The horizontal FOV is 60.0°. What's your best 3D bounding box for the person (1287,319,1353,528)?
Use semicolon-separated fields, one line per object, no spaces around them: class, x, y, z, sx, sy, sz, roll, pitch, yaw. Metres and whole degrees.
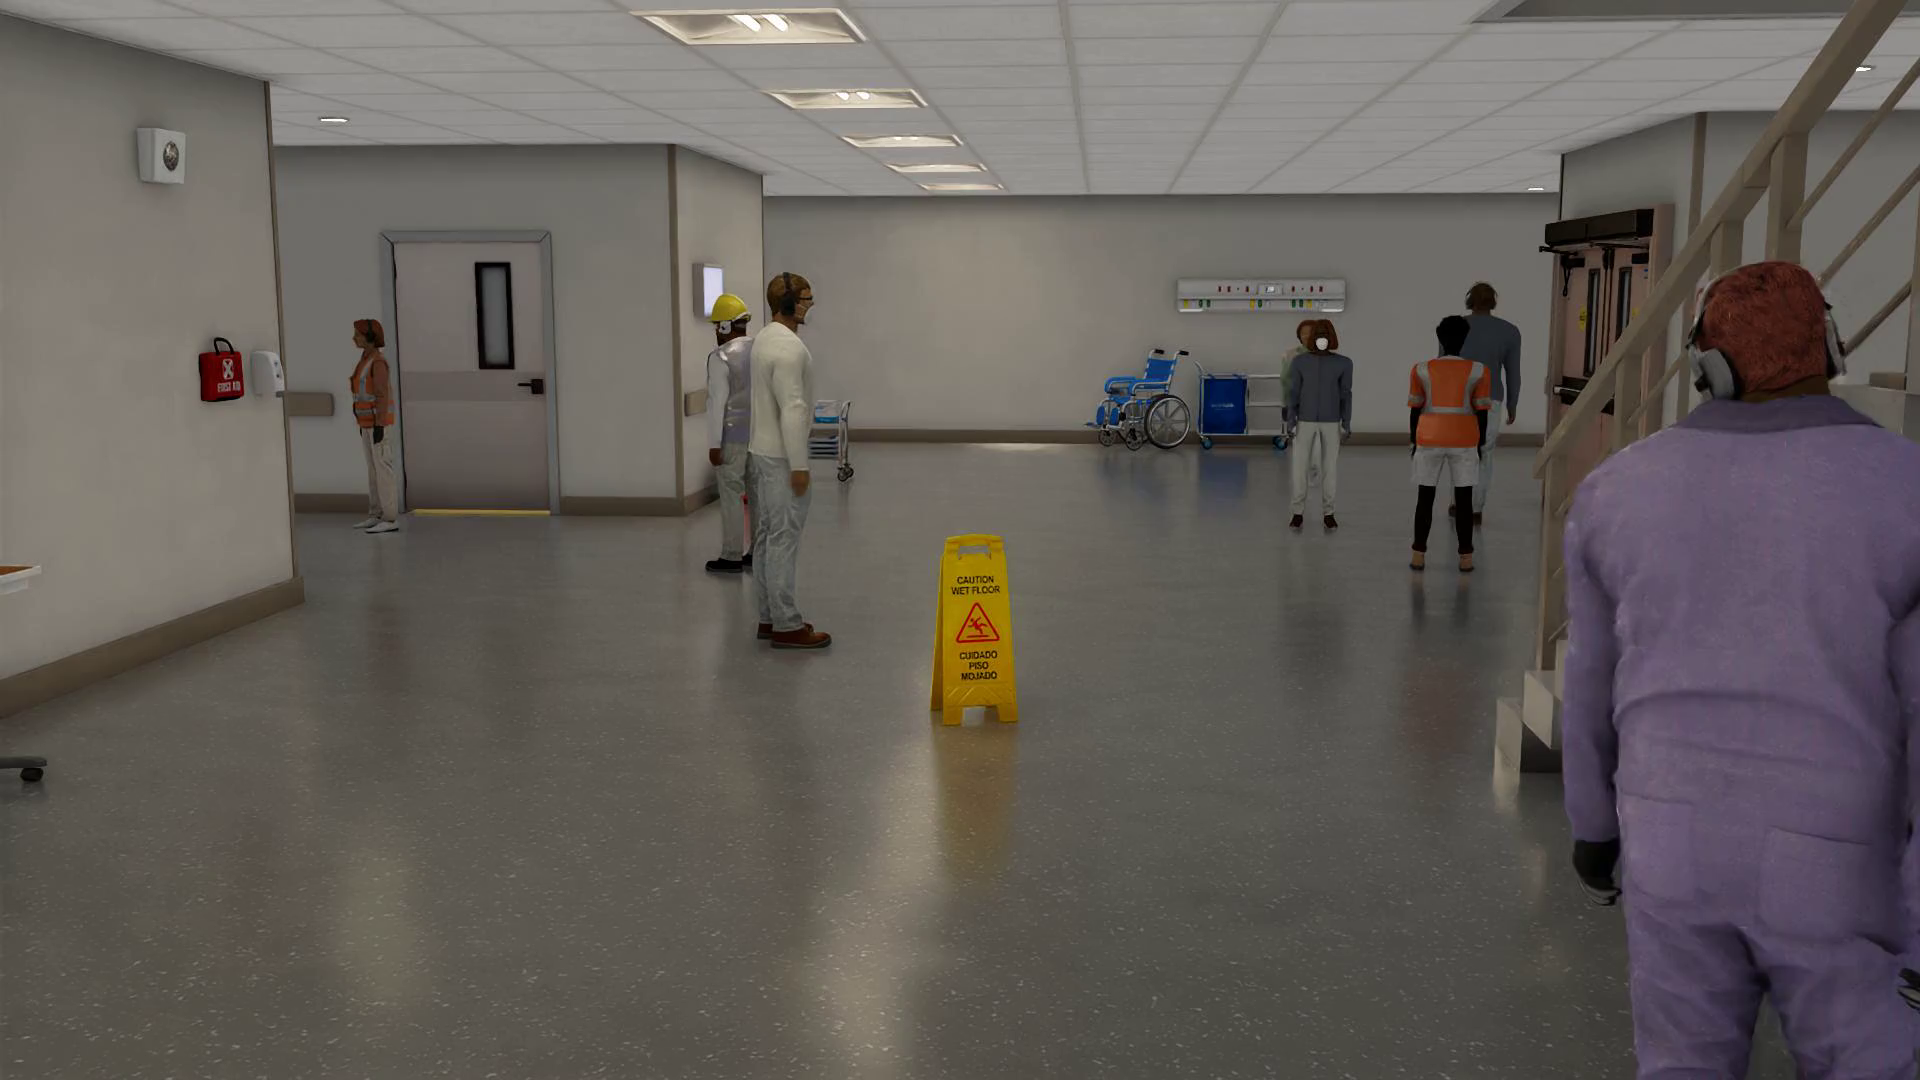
person;2.805;-0.904;12.985;0.498;1.634;0.279;1;8;10

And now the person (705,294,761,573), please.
person;-1.465;-0.692;10.919;0.403;1.824;0.590;5;10;32

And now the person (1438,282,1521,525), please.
person;4.154;-1.102;13.371;0.655;1.914;0.801;2;9;16

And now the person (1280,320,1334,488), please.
person;3.227;-1.238;15.399;0.520;1.602;0.878;2;9;12

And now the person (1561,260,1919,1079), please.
person;1.276;0.492;2.692;0.670;1.870;0.485;7;11;40

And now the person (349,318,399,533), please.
person;-4.501;-0.877;12.781;0.308;1.641;0.515;-6;10;-34

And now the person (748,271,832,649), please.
person;-0.903;-0.413;8.615;0.379;1.940;0.629;-3;9;-17

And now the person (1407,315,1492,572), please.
person;3.213;-0.631;10.953;0.535;1.689;0.322;3;9;20
